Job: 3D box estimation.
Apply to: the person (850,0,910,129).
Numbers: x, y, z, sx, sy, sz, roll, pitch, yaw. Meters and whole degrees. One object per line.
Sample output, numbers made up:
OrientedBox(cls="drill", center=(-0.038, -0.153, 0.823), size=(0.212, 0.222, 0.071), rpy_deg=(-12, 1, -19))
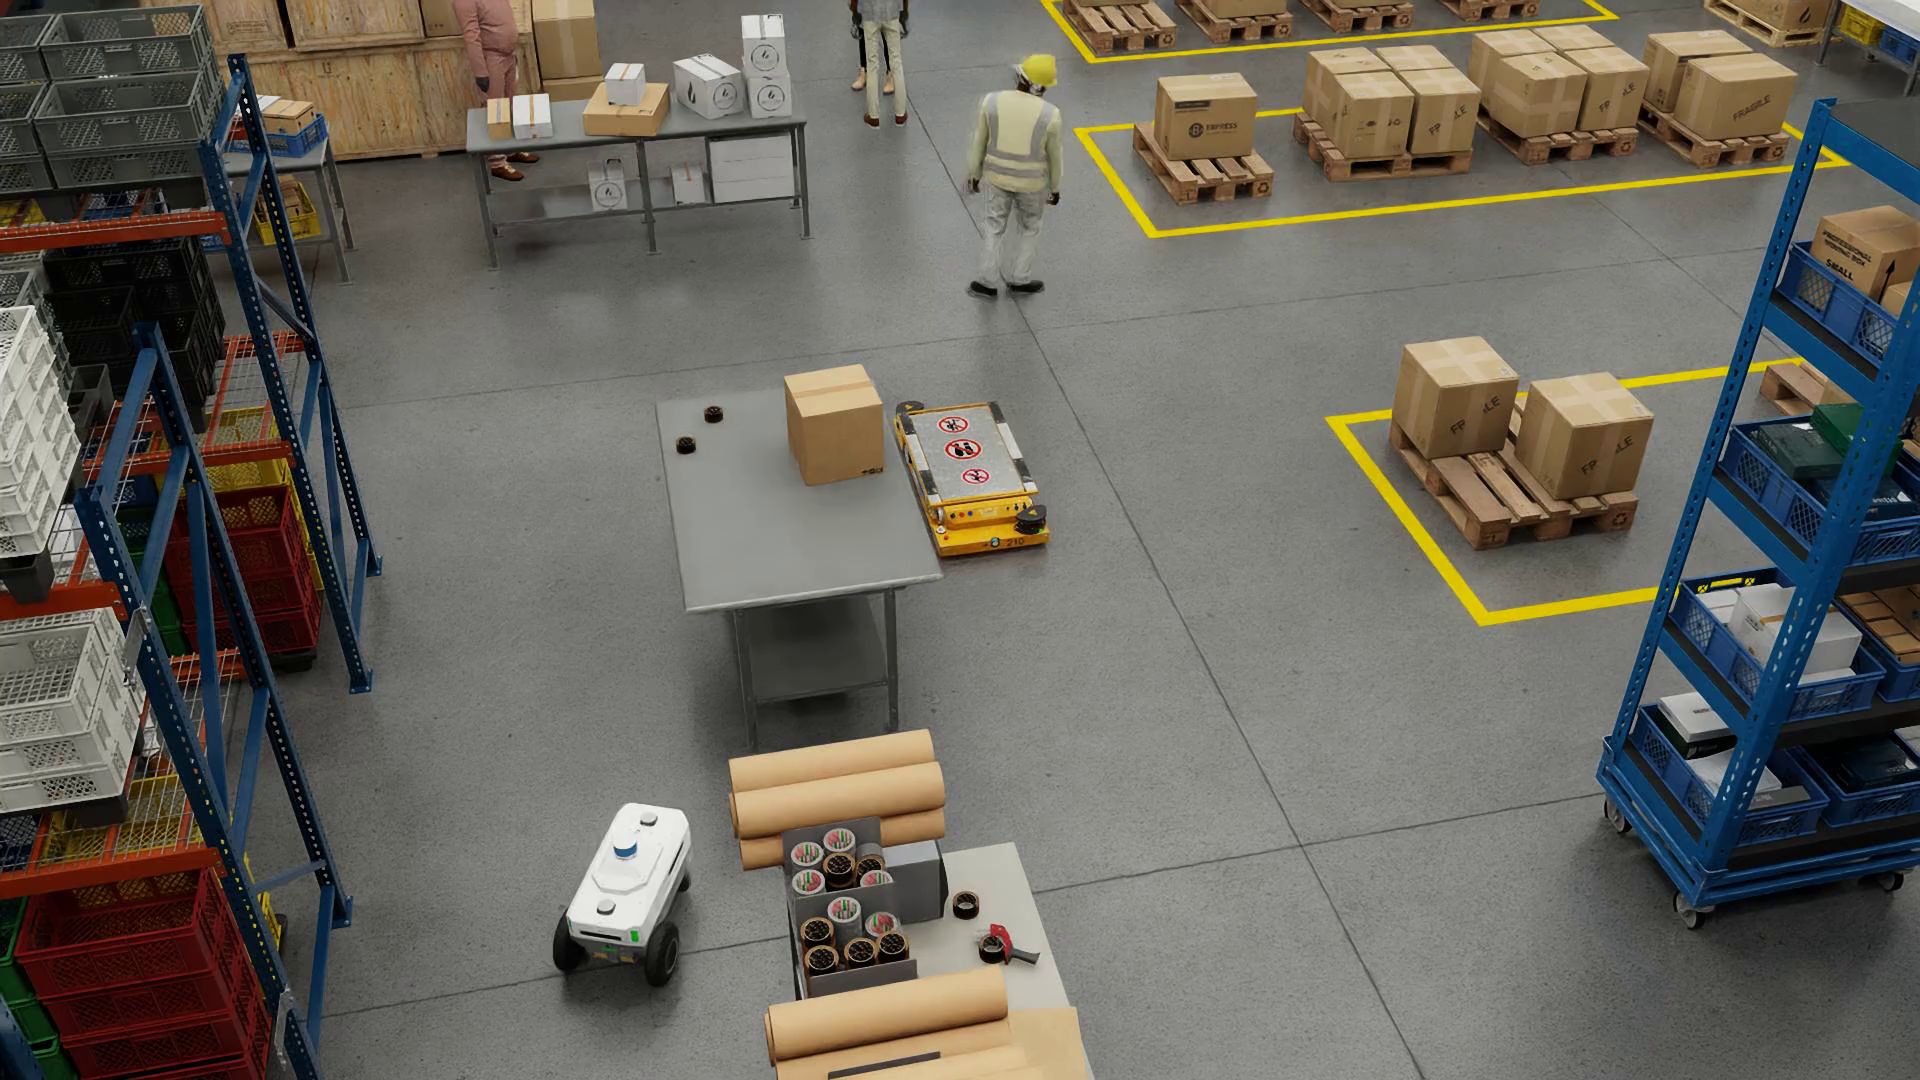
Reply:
OrientedBox(cls="person", center=(-0.684, -4.439, 14.166), size=(0.513, 1.872, 0.331), rpy_deg=(-6, 37, -7))

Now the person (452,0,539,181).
OrientedBox(cls="person", center=(-3.728, -3.871, 13.373), size=(0.407, 1.906, 0.655), rpy_deg=(6, 37, 8))

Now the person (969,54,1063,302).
OrientedBox(cls="person", center=(0.382, -2.535, 11.685), size=(0.674, 1.788, 0.448), rpy_deg=(10, 38, 14))

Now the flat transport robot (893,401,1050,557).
OrientedBox(cls="flat transport robot", center=(0.046, -0.430, 10.108), size=(0.652, 0.197, 1.431), rpy_deg=(-8, 37, -10))

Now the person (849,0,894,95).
OrientedBox(cls="person", center=(-0.760, -4.828, 14.830), size=(0.537, 1.698, 0.320), rpy_deg=(13, 39, 17))

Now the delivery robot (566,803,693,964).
OrientedBox(cls="delivery robot", center=(-1.431, 1.472, 7.240), size=(0.477, 0.478, 0.707), rpy_deg=(7, 37, 9))

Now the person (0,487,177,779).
OrientedBox(cls="person", center=(-4.076, 0.422, 7.623), size=(0.575, 1.883, 0.355), rpy_deg=(-22, 42, -27))
